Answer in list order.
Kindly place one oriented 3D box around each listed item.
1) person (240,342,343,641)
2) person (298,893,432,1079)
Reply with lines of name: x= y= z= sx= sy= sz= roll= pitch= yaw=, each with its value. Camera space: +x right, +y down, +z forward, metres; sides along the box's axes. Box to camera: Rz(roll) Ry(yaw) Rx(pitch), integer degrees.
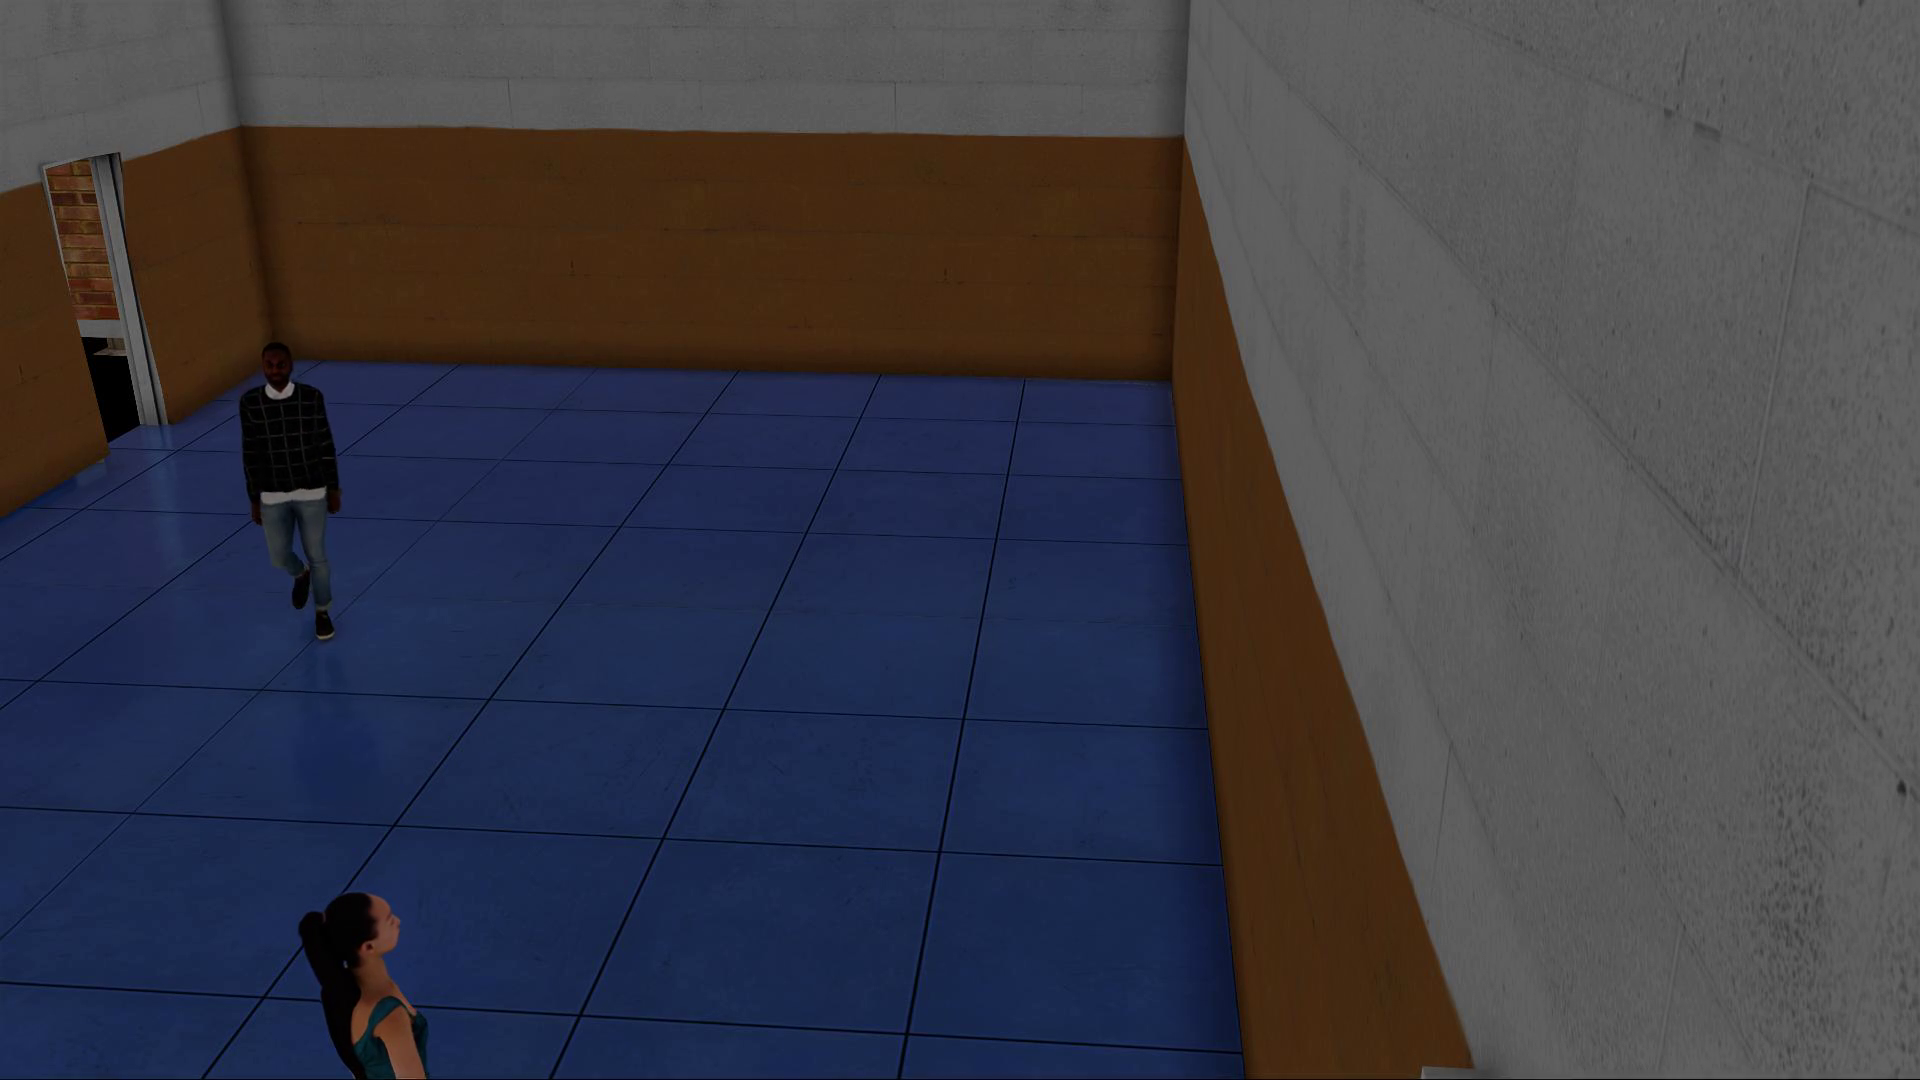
person: x=-3.961 y=-0.319 z=9.914 sx=0.883 sy=1.806 sz=0.909 roll=-7 pitch=23 yaw=-17
person: x=-1.662 y=1.761 z=4.897 sx=0.684 sy=1.685 sz=0.609 roll=-20 pitch=29 yaw=-40
